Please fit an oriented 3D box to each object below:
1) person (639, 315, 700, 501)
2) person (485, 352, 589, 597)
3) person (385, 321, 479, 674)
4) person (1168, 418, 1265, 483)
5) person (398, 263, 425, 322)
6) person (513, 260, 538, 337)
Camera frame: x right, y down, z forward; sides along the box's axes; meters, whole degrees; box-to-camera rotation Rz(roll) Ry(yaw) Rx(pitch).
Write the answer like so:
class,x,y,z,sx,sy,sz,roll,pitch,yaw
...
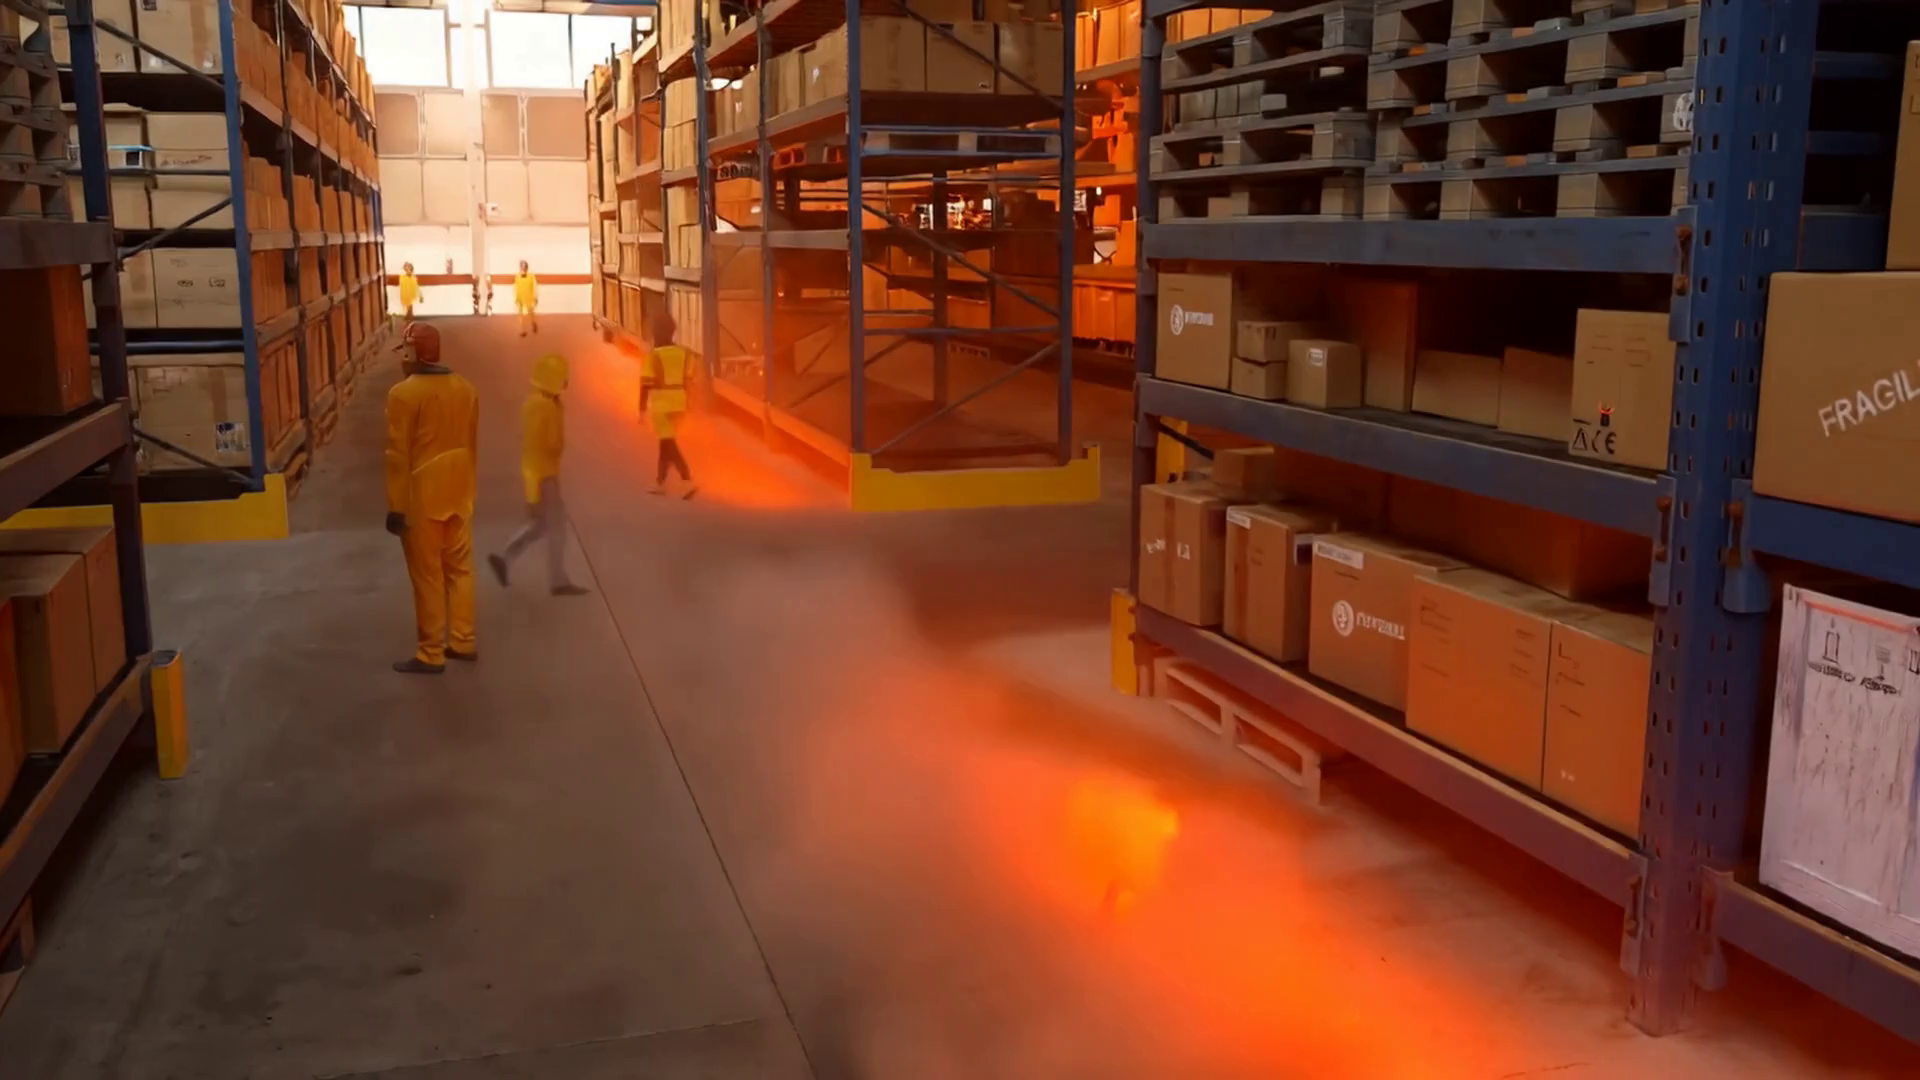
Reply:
class,x,y,z,sx,sy,sz,roll,pitch,yaw
person,-2.591,-1.183,14.911,0.834,1.668,0.538,10,14,42
person,-2.791,-0.420,10.831,0.622,1.613,0.513,-1,10,-6
person,-2.881,-0.230,9.036,0.399,1.900,0.645,4,11,20
person,1.604,-0.468,10.478,0.626,1.847,0.429,-1,10,-5
person,-13.333,-5.874,40.487,0.678,1.707,0.678,4,11,19
person,-10.175,-5.655,38.991,0.615,1.810,0.518,1,10,8
